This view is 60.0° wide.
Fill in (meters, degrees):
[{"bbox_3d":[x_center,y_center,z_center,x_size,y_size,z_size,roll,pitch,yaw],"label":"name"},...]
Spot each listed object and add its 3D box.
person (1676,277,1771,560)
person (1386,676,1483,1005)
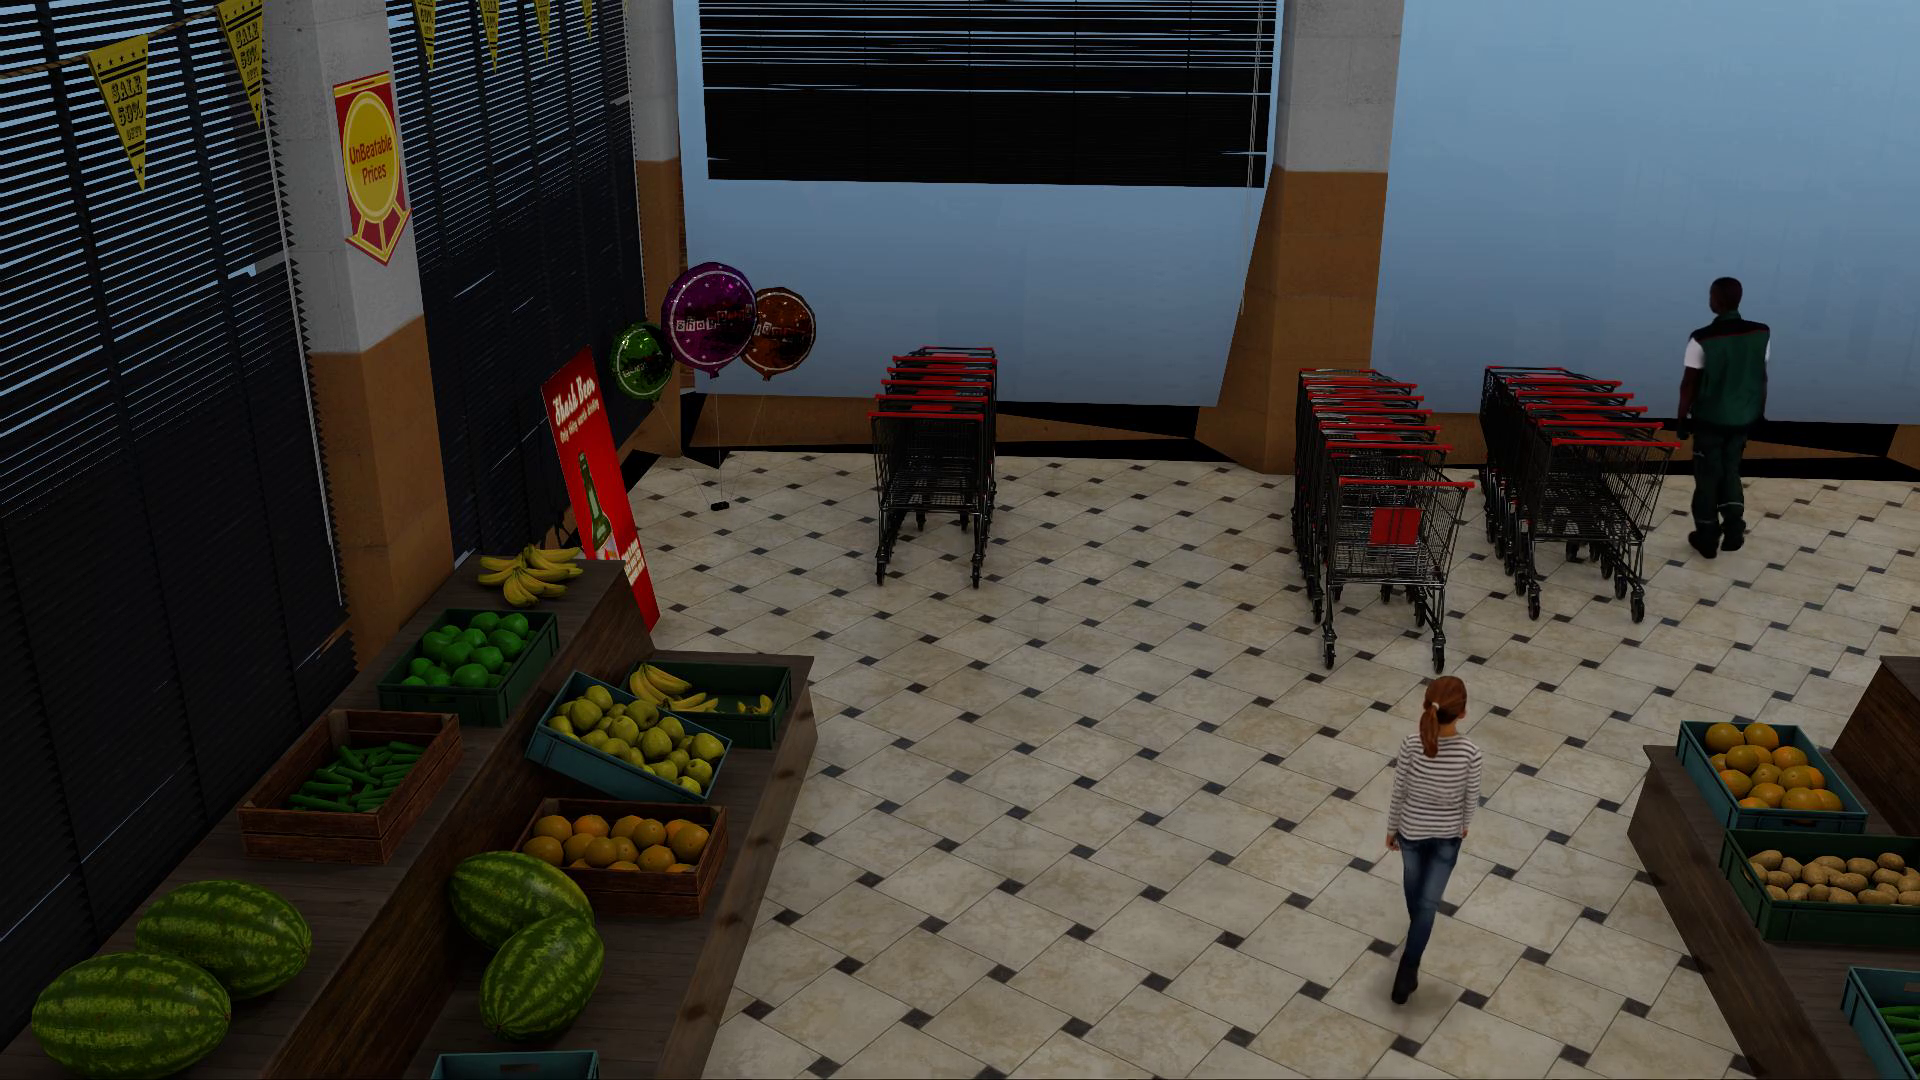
[{"bbox_3d":[4.823,-0.714,10.462,0.764,1.819,0.781,2,22,5],"label":"person"},{"bbox_3d":[1.809,1.185,6.456,0.672,1.282,0.970,9,24,21],"label":"person"}]
